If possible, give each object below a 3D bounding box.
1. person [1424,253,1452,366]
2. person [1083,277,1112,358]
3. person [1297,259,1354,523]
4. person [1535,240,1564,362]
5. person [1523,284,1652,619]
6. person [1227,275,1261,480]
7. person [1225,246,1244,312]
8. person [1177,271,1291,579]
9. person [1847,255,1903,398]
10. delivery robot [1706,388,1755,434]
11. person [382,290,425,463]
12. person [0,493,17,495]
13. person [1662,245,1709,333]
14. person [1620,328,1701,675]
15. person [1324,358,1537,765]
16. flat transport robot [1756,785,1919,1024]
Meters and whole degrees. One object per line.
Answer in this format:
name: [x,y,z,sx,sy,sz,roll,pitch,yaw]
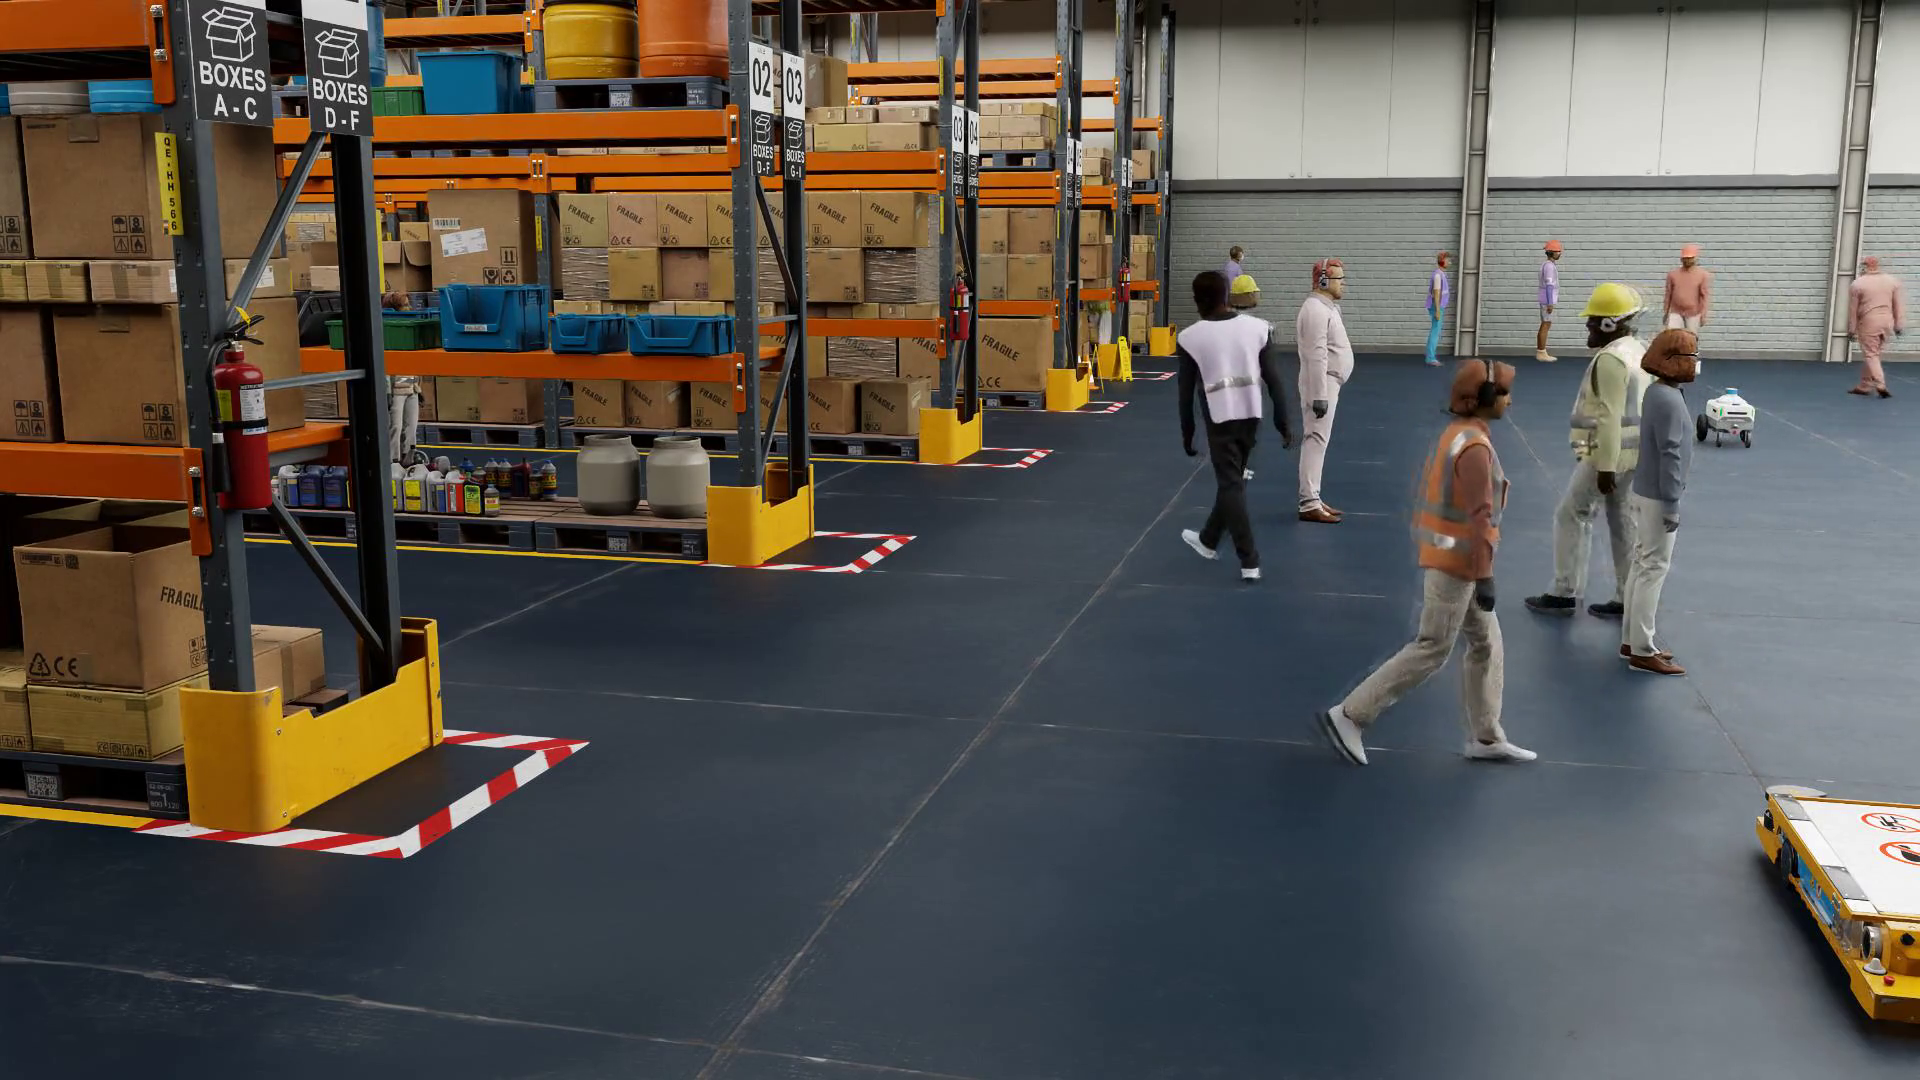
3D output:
person: [7.757,-3.730,27.018,0.393,1.831,0.591,4,11,20]
person: [2.319,-3.717,27.088,0.656,1.786,0.816,7,13,35]
person: [2.652,-1.086,12.124,0.409,1.906,0.652,2,11,13]
person: [9.940,-4.026,28.030,0.369,2.044,0.615,2,11,13]
person: [3.400,-0.469,8.980,0.740,1.802,0.617,8,13,36]
person: [2.420,-1.398,14.303,0.294,1.745,0.493,2,11,13]
person: [4.921,-4.302,29.855,0.359,1.939,0.635,2,11,13]
person: [1.651,-0.719,10.266,0.670,1.844,0.987,-3,11,-15]
person: [11.955,-2.783,21.696,0.658,1.857,0.815,-2,11,-13]
delivery robot: [7.713,-1.275,16.657,0.477,0.478,0.707,2,11,14]
person: [-4.499,-1.182,13.390,0.306,1.642,0.523,2,11,13]
person: [-5.253,-0.552,8.919,0.384,1.993,0.622,2,11,13]
person: [10.530,-3.300,24.227,0.654,1.960,0.885,7,13,36]
person: [3.338,-0.188,7.907,0.273,1.632,0.507,2,11,13]
person: [1.838,0.096,6.437,0.789,1.599,0.530,2,10,10]
flat transport robot: [2.841,1.041,4.873,0.652,0.197,1.431,3,11,14]
